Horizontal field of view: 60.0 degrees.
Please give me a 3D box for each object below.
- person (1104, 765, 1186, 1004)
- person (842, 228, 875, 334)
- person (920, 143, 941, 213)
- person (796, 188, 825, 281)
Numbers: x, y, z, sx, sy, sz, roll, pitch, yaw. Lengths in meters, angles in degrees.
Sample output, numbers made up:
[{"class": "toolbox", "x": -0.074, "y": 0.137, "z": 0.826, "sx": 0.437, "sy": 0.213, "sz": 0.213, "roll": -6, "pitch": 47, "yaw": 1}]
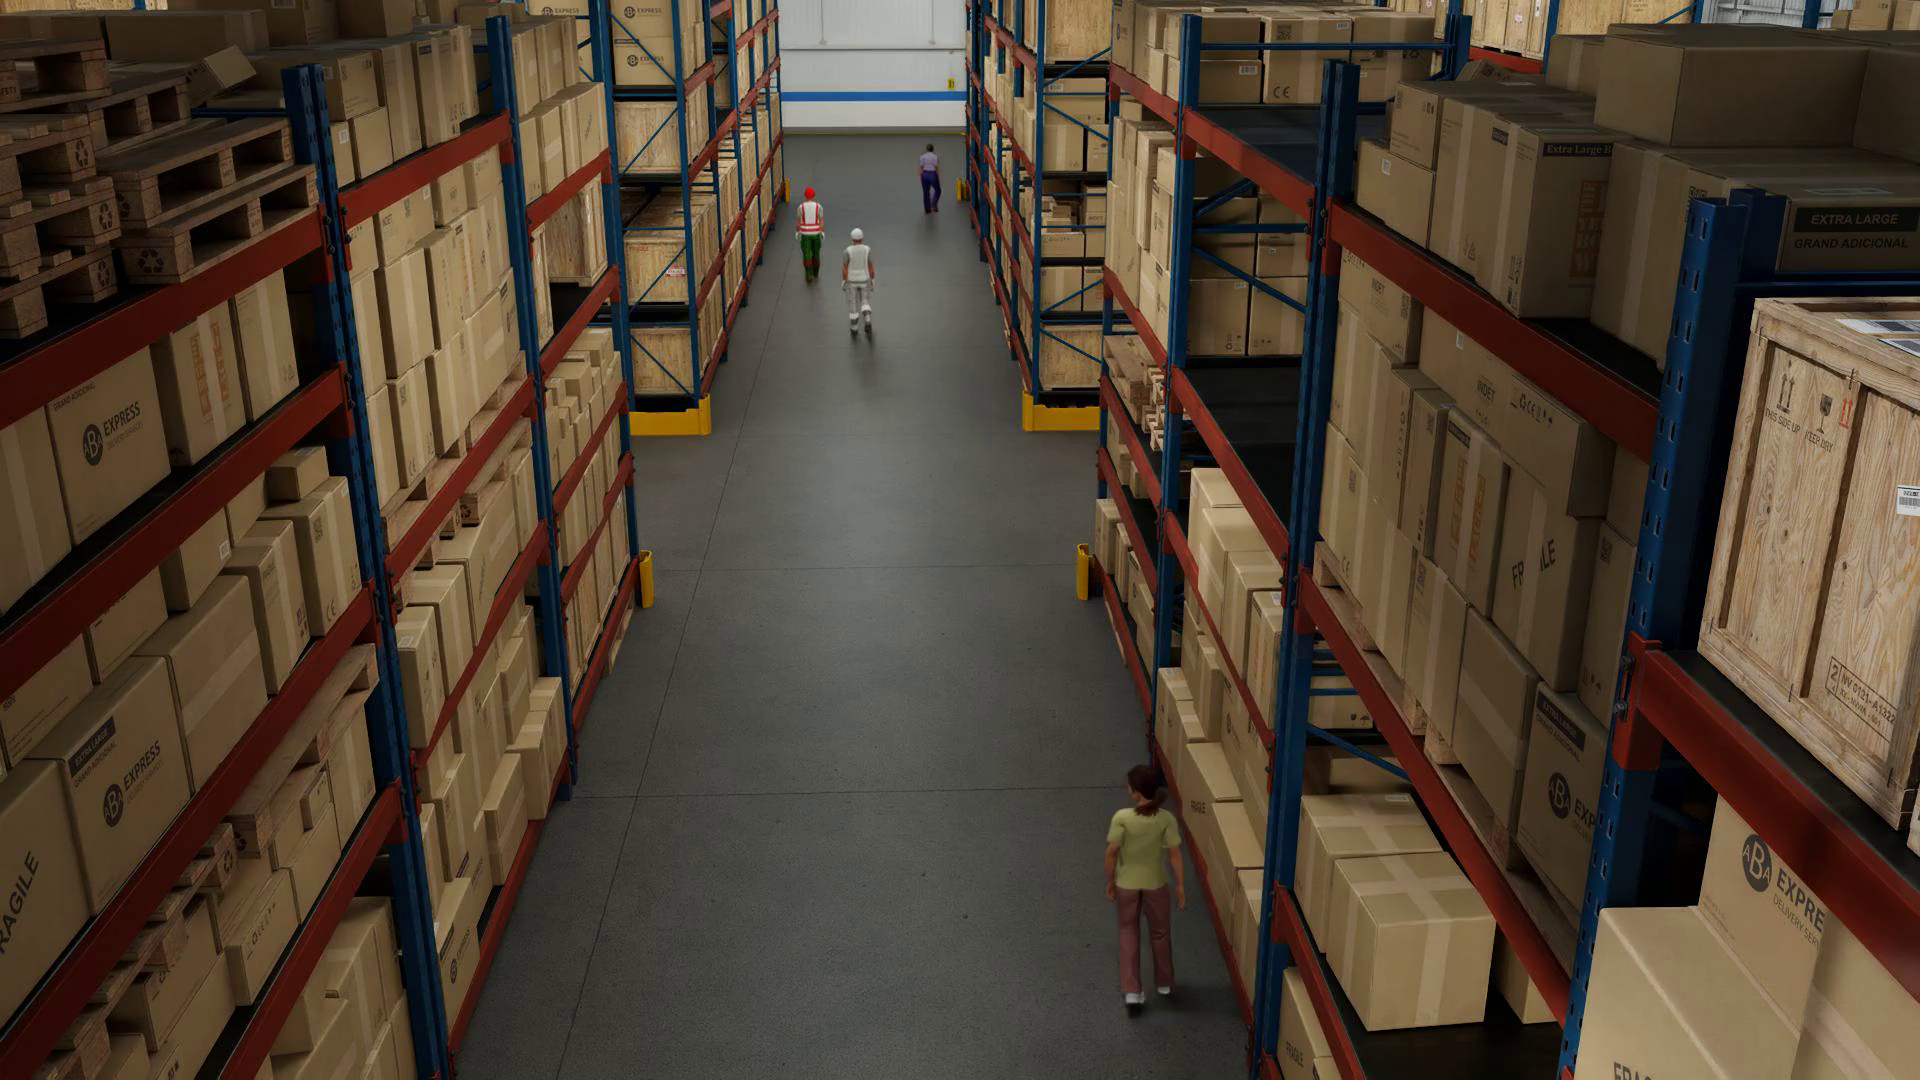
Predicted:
[{"class": "person", "x": 1.182, "y": 2.215, "z": 10.689, "sx": 0.530, "sy": 1.674, "sz": 0.566, "roll": 0, "pitch": 20, "yaw": 1}, {"class": "person", "x": -1.736, "y": -4.390, "z": 28.190, "sx": 0.553, "sy": 1.793, "sz": 0.526, "roll": -6, "pitch": 21, "yaw": -15}, {"class": "person", "x": -0.713, "y": -8.668, "z": 39.839, "sx": 0.503, "sy": 1.648, "sz": 0.459, "roll": 4, "pitch": 21, "yaw": 11}, {"class": "person", "x": -2.939, "y": -5.993, "z": 32.525, "sx": 0.553, "sy": 1.793, "sz": 0.742, "roll": -4, "pitch": 21, "yaw": -12}]
